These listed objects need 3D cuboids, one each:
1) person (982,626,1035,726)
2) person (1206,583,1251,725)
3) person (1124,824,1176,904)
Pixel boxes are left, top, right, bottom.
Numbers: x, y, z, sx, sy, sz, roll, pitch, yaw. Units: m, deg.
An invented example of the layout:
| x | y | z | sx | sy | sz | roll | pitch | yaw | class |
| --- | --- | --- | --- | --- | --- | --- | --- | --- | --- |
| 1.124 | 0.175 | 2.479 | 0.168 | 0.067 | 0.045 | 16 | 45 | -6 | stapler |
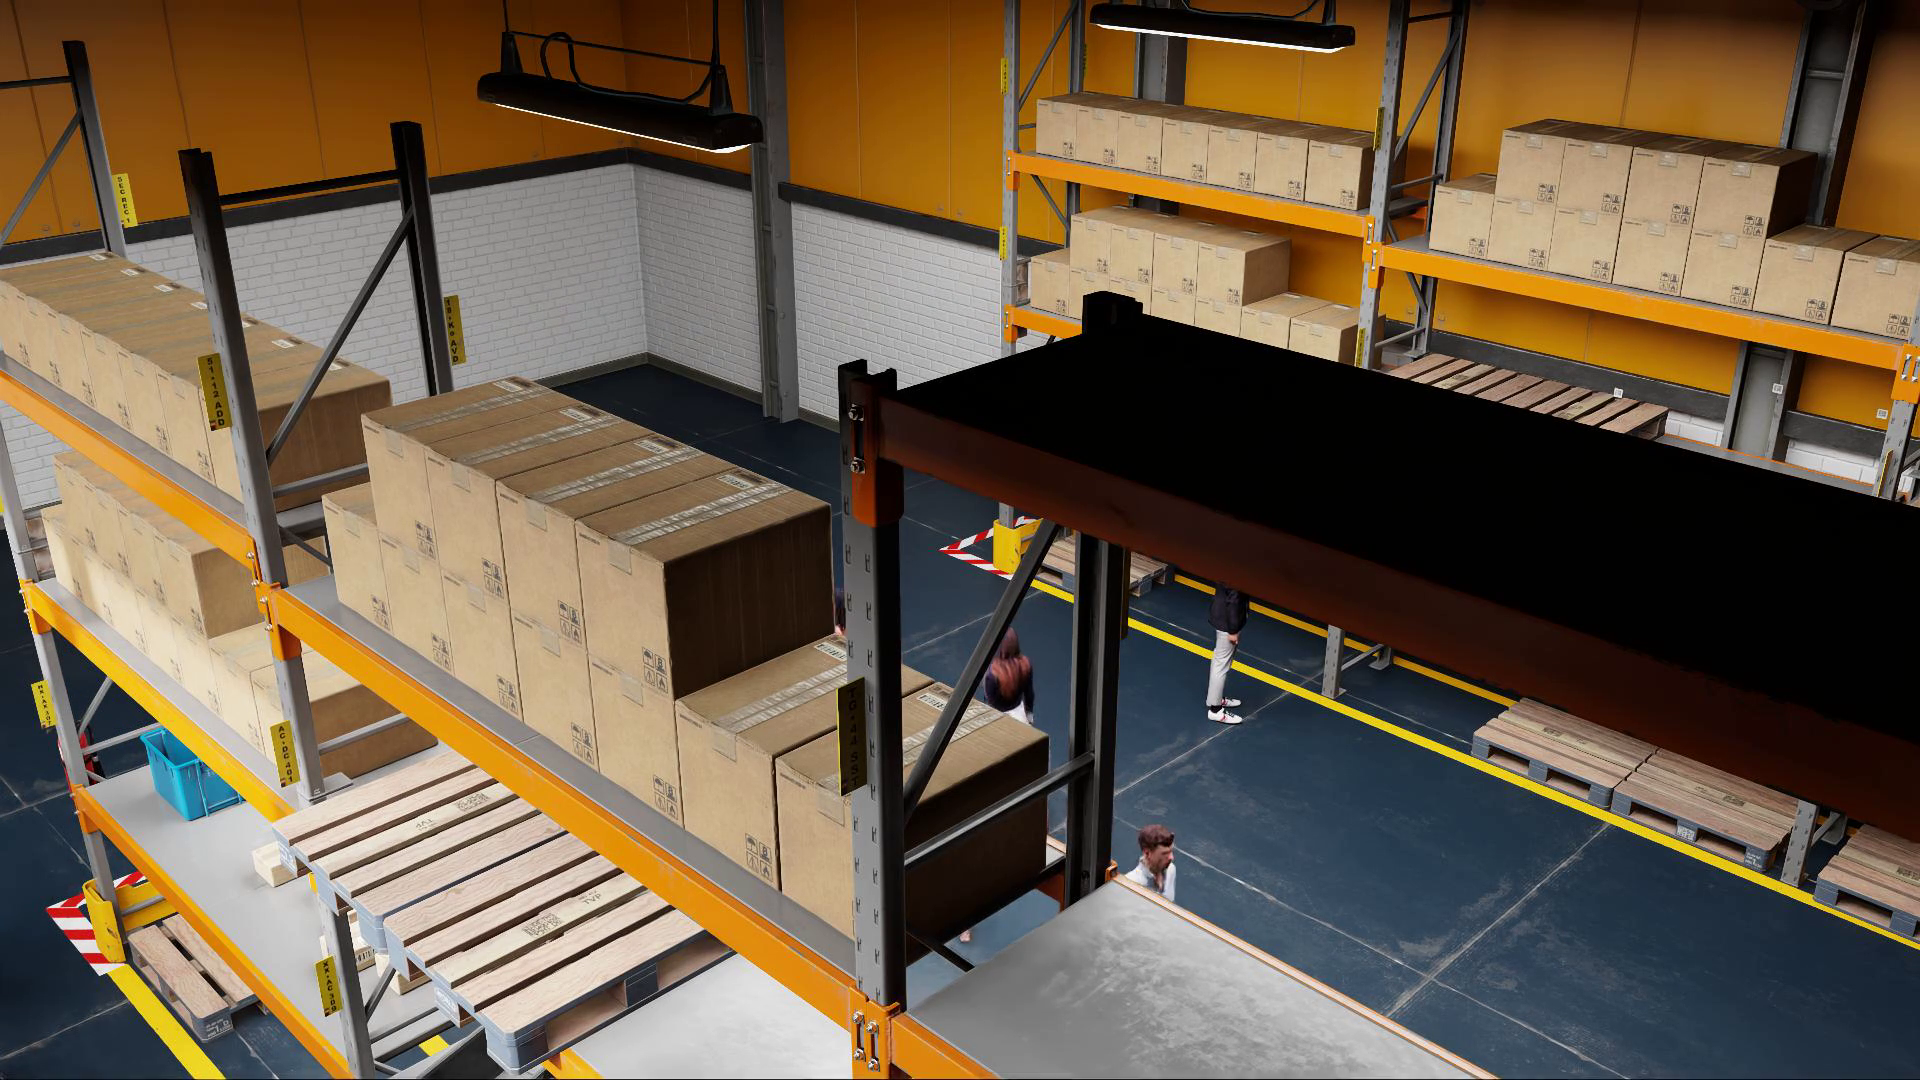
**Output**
| x | y | z | sx | sy | sz | roll | pitch | yaw | class |
| --- | --- | --- | --- | --- | --- | --- | --- | --- | --- |
| 0.383 | 1.414 | 12.829 | 0.751 | 1.592 | 0.992 | -14 | 27 | -28 | person |
| 2.294 | 0.613 | 14.214 | 0.814 | 1.950 | 0.797 | 3 | 24 | 8 | person |
| 1.023 | 2.493 | 10.096 | 0.691 | 1.803 | 1.168 | -20 | 31 | -38 | person |
